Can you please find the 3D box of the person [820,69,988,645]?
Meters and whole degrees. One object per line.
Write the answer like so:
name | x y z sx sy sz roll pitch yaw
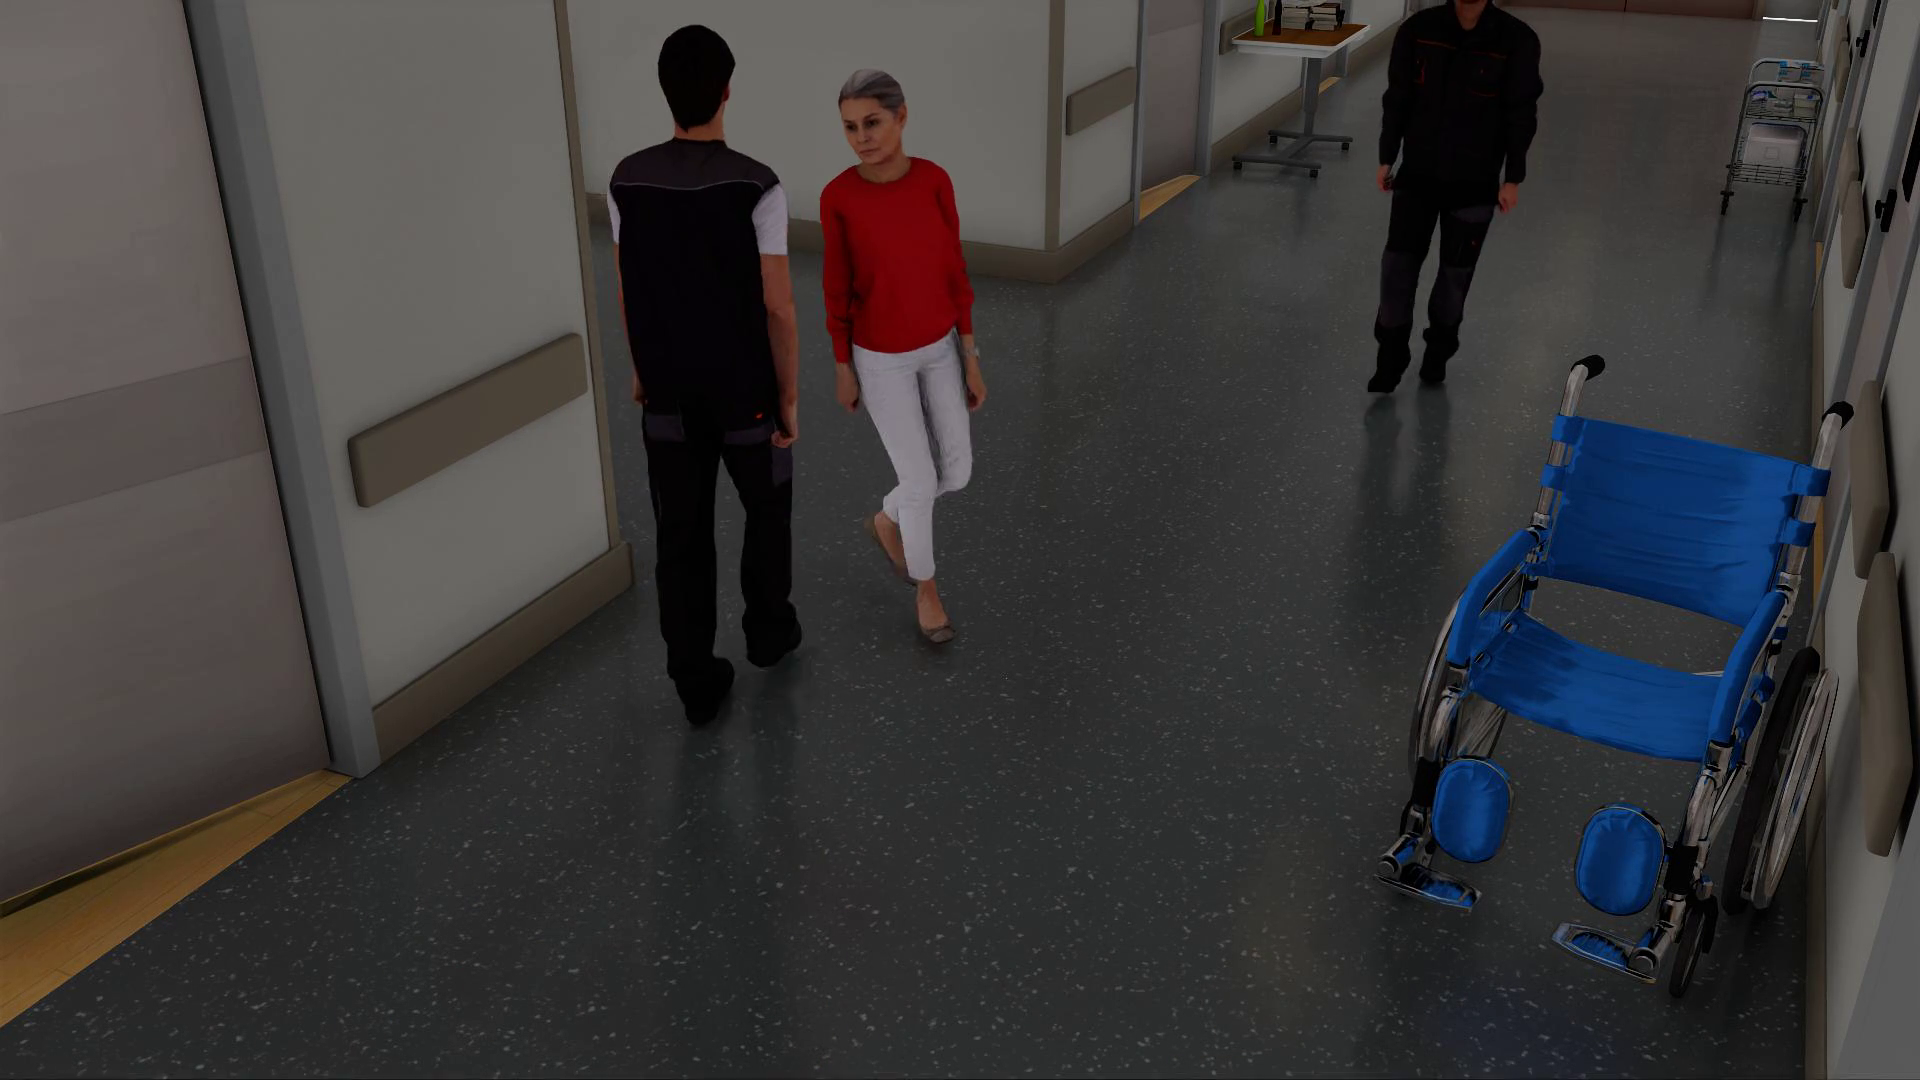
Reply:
person | -0.206 -0.504 4.836 0.823 1.658 0.869 -14 29 -27

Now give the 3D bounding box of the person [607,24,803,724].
person | -0.673 -0.358 4.334 0.807 1.831 0.886 2 26 4

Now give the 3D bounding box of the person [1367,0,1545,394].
person | 2.001 -1.542 6.774 0.789 1.844 0.863 10 28 20
